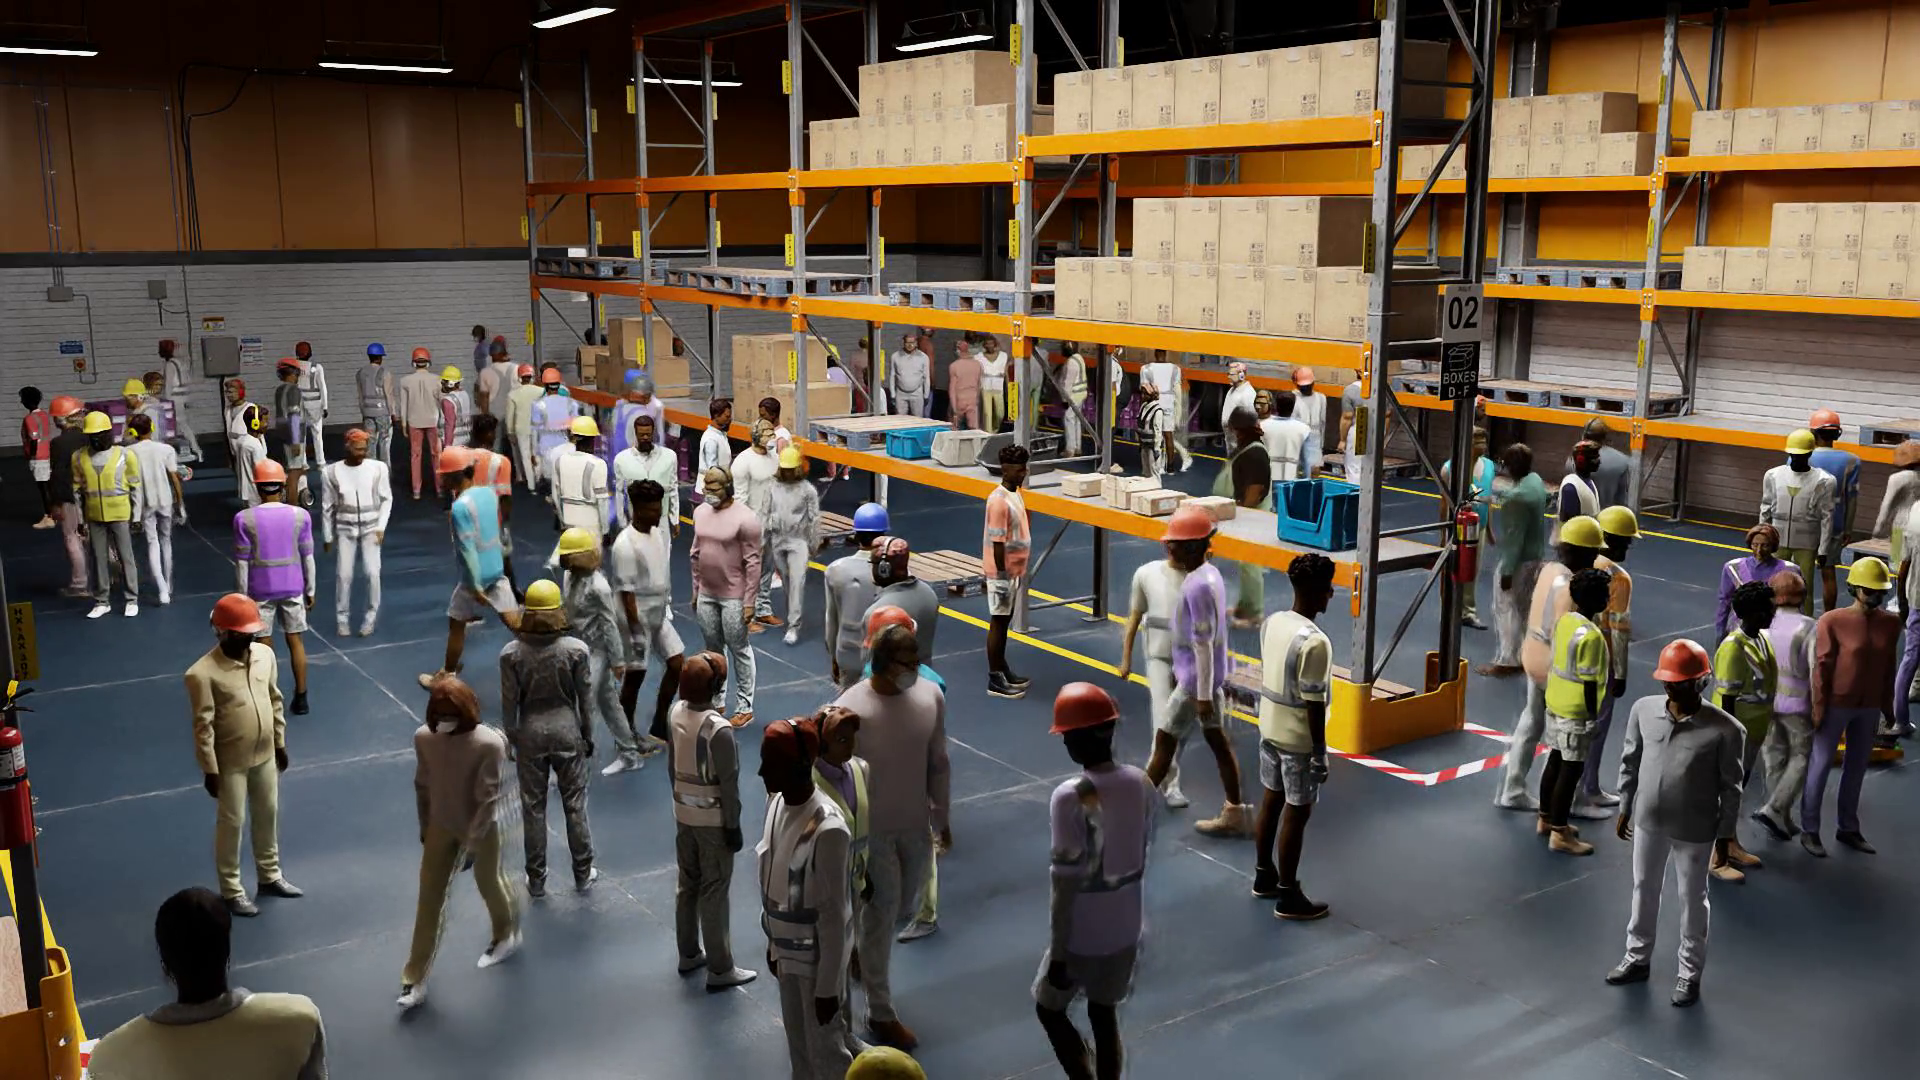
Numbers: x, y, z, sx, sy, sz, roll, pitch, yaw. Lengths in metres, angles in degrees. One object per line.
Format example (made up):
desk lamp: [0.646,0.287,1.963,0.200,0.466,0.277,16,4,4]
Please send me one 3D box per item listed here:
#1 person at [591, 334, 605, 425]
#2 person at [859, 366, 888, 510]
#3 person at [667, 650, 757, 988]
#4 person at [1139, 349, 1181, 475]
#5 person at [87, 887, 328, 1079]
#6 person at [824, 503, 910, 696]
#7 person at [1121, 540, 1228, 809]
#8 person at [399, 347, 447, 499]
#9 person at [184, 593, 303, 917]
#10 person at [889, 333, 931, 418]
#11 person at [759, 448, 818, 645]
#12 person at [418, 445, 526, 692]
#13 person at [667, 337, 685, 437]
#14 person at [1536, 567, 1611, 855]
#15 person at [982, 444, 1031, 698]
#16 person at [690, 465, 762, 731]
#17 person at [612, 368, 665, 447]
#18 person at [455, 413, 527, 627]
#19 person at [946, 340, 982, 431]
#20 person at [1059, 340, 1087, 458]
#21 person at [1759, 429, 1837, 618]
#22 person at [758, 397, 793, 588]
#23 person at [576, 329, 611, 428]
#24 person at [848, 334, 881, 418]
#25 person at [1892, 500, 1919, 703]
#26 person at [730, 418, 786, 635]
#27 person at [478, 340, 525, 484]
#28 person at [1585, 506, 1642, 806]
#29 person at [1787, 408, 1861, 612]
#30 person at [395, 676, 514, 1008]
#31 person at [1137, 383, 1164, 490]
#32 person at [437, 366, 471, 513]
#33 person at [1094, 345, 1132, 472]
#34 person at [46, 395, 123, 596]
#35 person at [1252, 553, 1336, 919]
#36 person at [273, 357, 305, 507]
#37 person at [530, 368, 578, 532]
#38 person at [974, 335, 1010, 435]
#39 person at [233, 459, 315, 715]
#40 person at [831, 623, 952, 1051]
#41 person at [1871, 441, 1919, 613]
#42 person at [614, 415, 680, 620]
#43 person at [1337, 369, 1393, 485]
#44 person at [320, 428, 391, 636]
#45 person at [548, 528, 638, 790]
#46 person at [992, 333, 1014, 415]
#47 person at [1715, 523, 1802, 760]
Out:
person: [-6.413,-2.850,29.483,0.274,1.631,0.507,-1,11,-7]
person: [-1.079,-1.291,20.976,0.344,1.840,0.504,-3,11,-15]
person: [-1.223,1.342,8.021,0.306,1.637,0.522,-10,15,-41]
person: [2.854,-1.896,23.789,0.602,1.957,0.385,-1,11,-7]
person: [-2.011,1.884,4.563,0.620,1.902,0.501,-4,12,-19]
person: [-0.552,0.734,10.368,0.609,1.939,0.417,5,12,26]
person: [1.384,0.785,10.457,0.590,1.793,0.929,-3,11,-16]
person: [-7.028,-1.533,21.850,0.618,1.986,0.408,-3,12,-17]
person: [-3.801,1.131,8.843,0.354,1.739,0.569,5,12,23]
person: [-0.780,-2.262,25.800,0.641,1.901,0.403,0,11,2]
person: [-1.500,0.037,14.551,0.496,1.693,0.877,2,11,12]
person: [-3.671,0.251,12.769,1.122,1.982,0.646,4,12,17]
person: [-4.277,-2.112,25.060,0.338,1.882,0.583,0,11,2]
person: [3.598,0.986,9.721,0.322,1.691,0.533,1,11,3]
person: [0.366,0.226,12.892,0.374,1.963,0.608,2,11,12]
person: [-1.706,0.410,12.027,0.629,1.936,0.373,7,13,33]
person: [-3.774,-1.067,19.649,0.620,1.926,0.702,-7,13,-31]
person: [-4.329,-0.207,15.231,0.627,1.909,1.015,3,11,14]
person: [0.051,-2.054,24.845,0.634,1.860,0.951,-7,13,-33]
person: [1.739,-2.193,25.630,0.437,1.829,0.665,3,11,13]
person: [7.065,0.013,14.103,0.586,1.920,0.397,11,15,43]
person: [-1.825,-0.478,16.656,0.410,1.908,0.598,-4,12,-18]
person: [-6.190,-2.692,28.232,0.637,1.810,0.895,2,11,8]
person: [-1.608,-2.520,27.485,0.581,1.745,0.390,-4,12,-20]
person: [7.295,0.348,12.458,0.400,1.894,0.653,-3,11,-16]
person: [-1.781,-0.126,14.800,0.358,1.931,0.634,7,13,31]
person: [-6.325,-1.807,23.098,0.683,2.000,1.024,-5,12,-26]
person: [4.025,0.727,10.468,0.394,1.913,0.591,-2,11,-12]
person: [7.493,-0.133,14.562,0.611,2.035,0.408,1,11,7]
person: [-2.376,1.389,7.931,0.515,1.575,0.850,2,11,11]
person: [2.381,-1.146,20.773,0.313,1.634,0.514,-4,12,-19]
person: [-6.327,-1.259,20.815,0.404,1.836,0.600,1,11,7]
person: [2.216,-2.004,24.107,0.535,2.000,0.681,-1,11,-4]
person: [-8.552,-0.417,16.140,0.534,1.980,0.618,1,11,6]
person: [1.788,1.027,8.821,0.384,1.958,0.607,-3,12,-16]
person: [-8.064,-1.194,20.125,0.354,1.997,0.759,-8,14,-36]
person: [-4.805,-1.075,19.663,0.546,1.913,0.657,-6,13,-30]
person: [0.515,-2.367,26.536,0.605,1.820,0.537,-2,11,-8]
person: [-5.061,0.362,12.303,0.553,1.924,0.391,-7,13,-32]
person: [-0.381,1.286,7.623,0.632,1.920,0.759,-9,14,-39]
person: [8.774,-0.117,15.538,0.500,1.615,0.516,-5,12,-24]
person: [-2.859,-0.199,15.222,0.584,1.911,0.391,-4,12,-19]
person: [4.888,-1.261,20.305,0.687,2.000,0.535,-4,12,-19]
person: [-5.316,-0.064,14.651,0.598,1.856,0.489,-4,12,-22]
person: [-2.484,0.766,10.795,0.886,1.698,0.494,-8,14,-36]
person: [0.812,-3.290,30.854,0.608,1.987,0.413,-1,11,-7]
person: [5.457,0.685,11.405,0.525,1.632,0.312,6,12,27]
